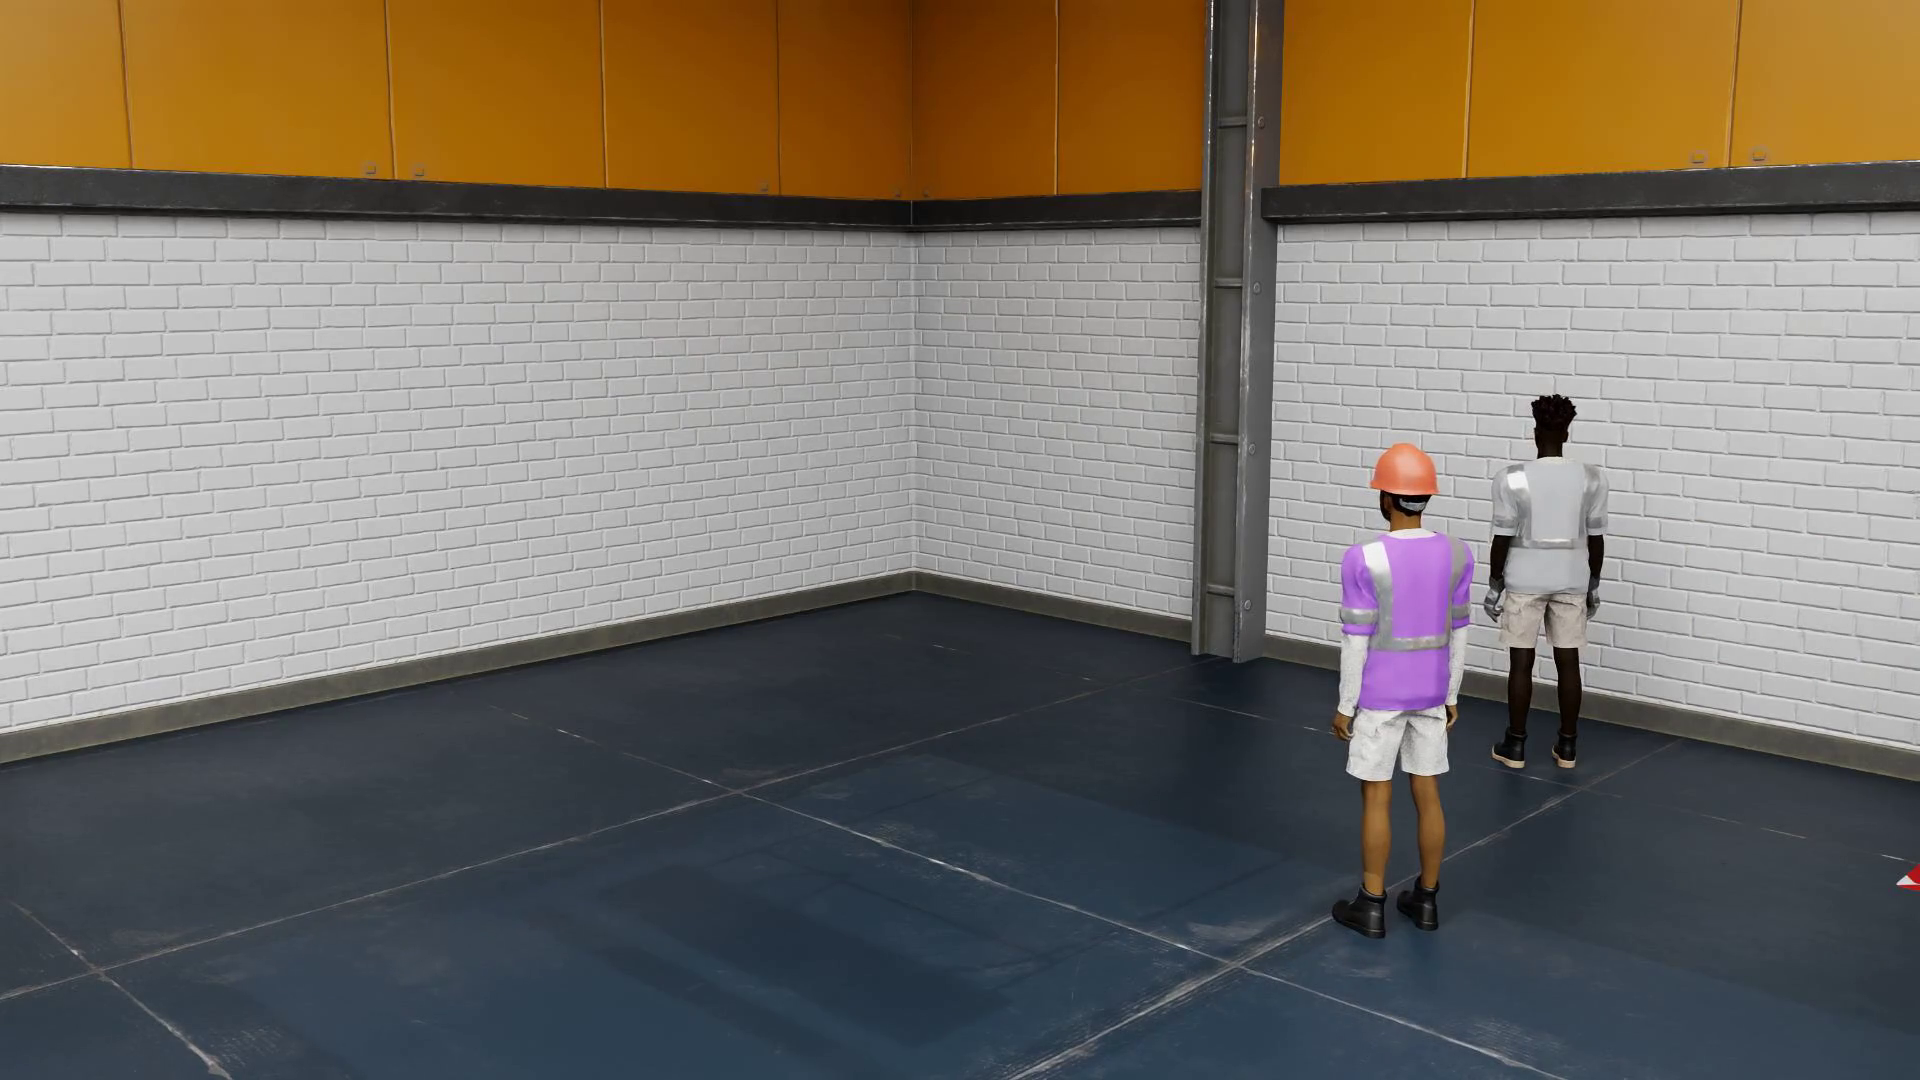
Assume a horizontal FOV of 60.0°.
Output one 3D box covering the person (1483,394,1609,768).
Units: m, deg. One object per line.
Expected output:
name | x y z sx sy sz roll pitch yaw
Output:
person | 3.048 0.221 8.682 0.603 1.966 0.368 0 9 3

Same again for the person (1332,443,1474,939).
person | 1.708 0.590 6.499 0.545 1.942 0.352 -3 10 -16
